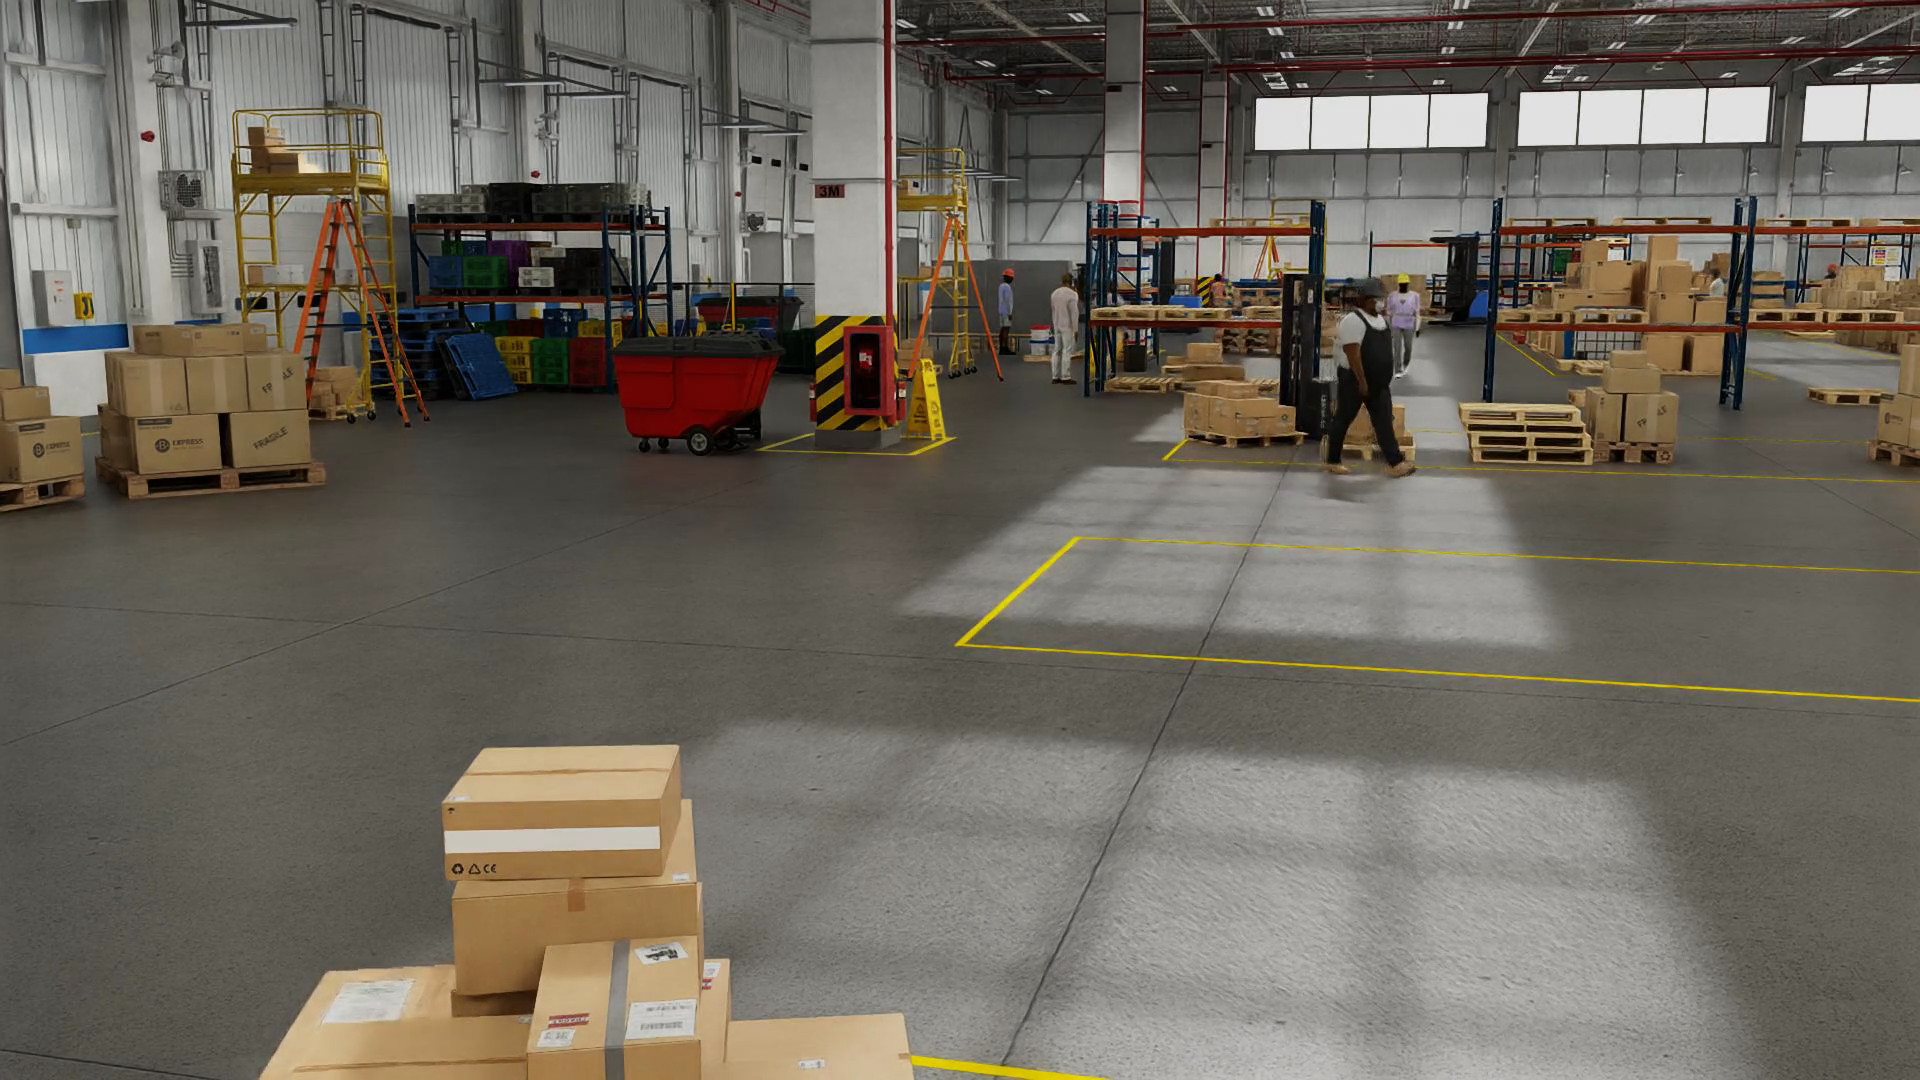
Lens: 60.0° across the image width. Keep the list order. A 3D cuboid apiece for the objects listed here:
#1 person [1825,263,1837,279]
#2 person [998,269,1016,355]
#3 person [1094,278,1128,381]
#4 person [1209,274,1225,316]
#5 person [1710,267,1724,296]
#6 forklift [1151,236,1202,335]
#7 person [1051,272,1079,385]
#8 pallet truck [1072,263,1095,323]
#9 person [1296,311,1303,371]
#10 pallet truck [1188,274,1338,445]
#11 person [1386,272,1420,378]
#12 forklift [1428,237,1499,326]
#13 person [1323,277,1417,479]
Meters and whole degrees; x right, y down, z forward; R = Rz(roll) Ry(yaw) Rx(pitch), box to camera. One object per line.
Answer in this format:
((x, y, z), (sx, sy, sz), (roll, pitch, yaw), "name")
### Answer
((27.632, -7.782, 52.829), (0.396, 1.992, 0.623), (-3, 10, -15), "person")
((1.055, -5.106, 37.267), (0.372, 1.928, 0.543), (-3, 10, -18), "person")
((2.593, -3.640, 28.961), (0.648, 1.820, 0.693), (9, 13, 44), "person")
((8.488, -7.911, 54.605), (0.534, 1.656, 0.877), (-5, 11, -25), "person")
((18.974, -5.874, 41.762), (0.353, 1.937, 0.635), (4, 10, 20), "person")
((5.868, -7.214, 46.879), (1.873, 2.768, 1.129), (2, 10, 14), "forklift")
((1.806, -3.631, 28.571), (0.361, 1.934, 0.631), (-7, 12, -37), "person")
((4.325, -8.180, 55.162), (0.823, 1.965, 1.885), (6, 11, 31), "pallet truck")
((6.631, -4.099, 31.914), (0.321, 1.736, 0.488), (6, 11, 30), "person")
((3.653, -2.138, 19.590), (1.885, 1.965, 0.823), (-4, 10, -20), "pallet truck")
((8.028, -3.893, 30.158), (0.613, 1.914, 0.487), (3, 10, 17), "person")
((15.950, -8.150, 52.393), (1.873, 2.768, 1.129), (-2, 10, -12), "forklift")
((4.040, -1.624, 16.432), (0.686, 2.000, 1.037), (-7, 12, -34), "person")
